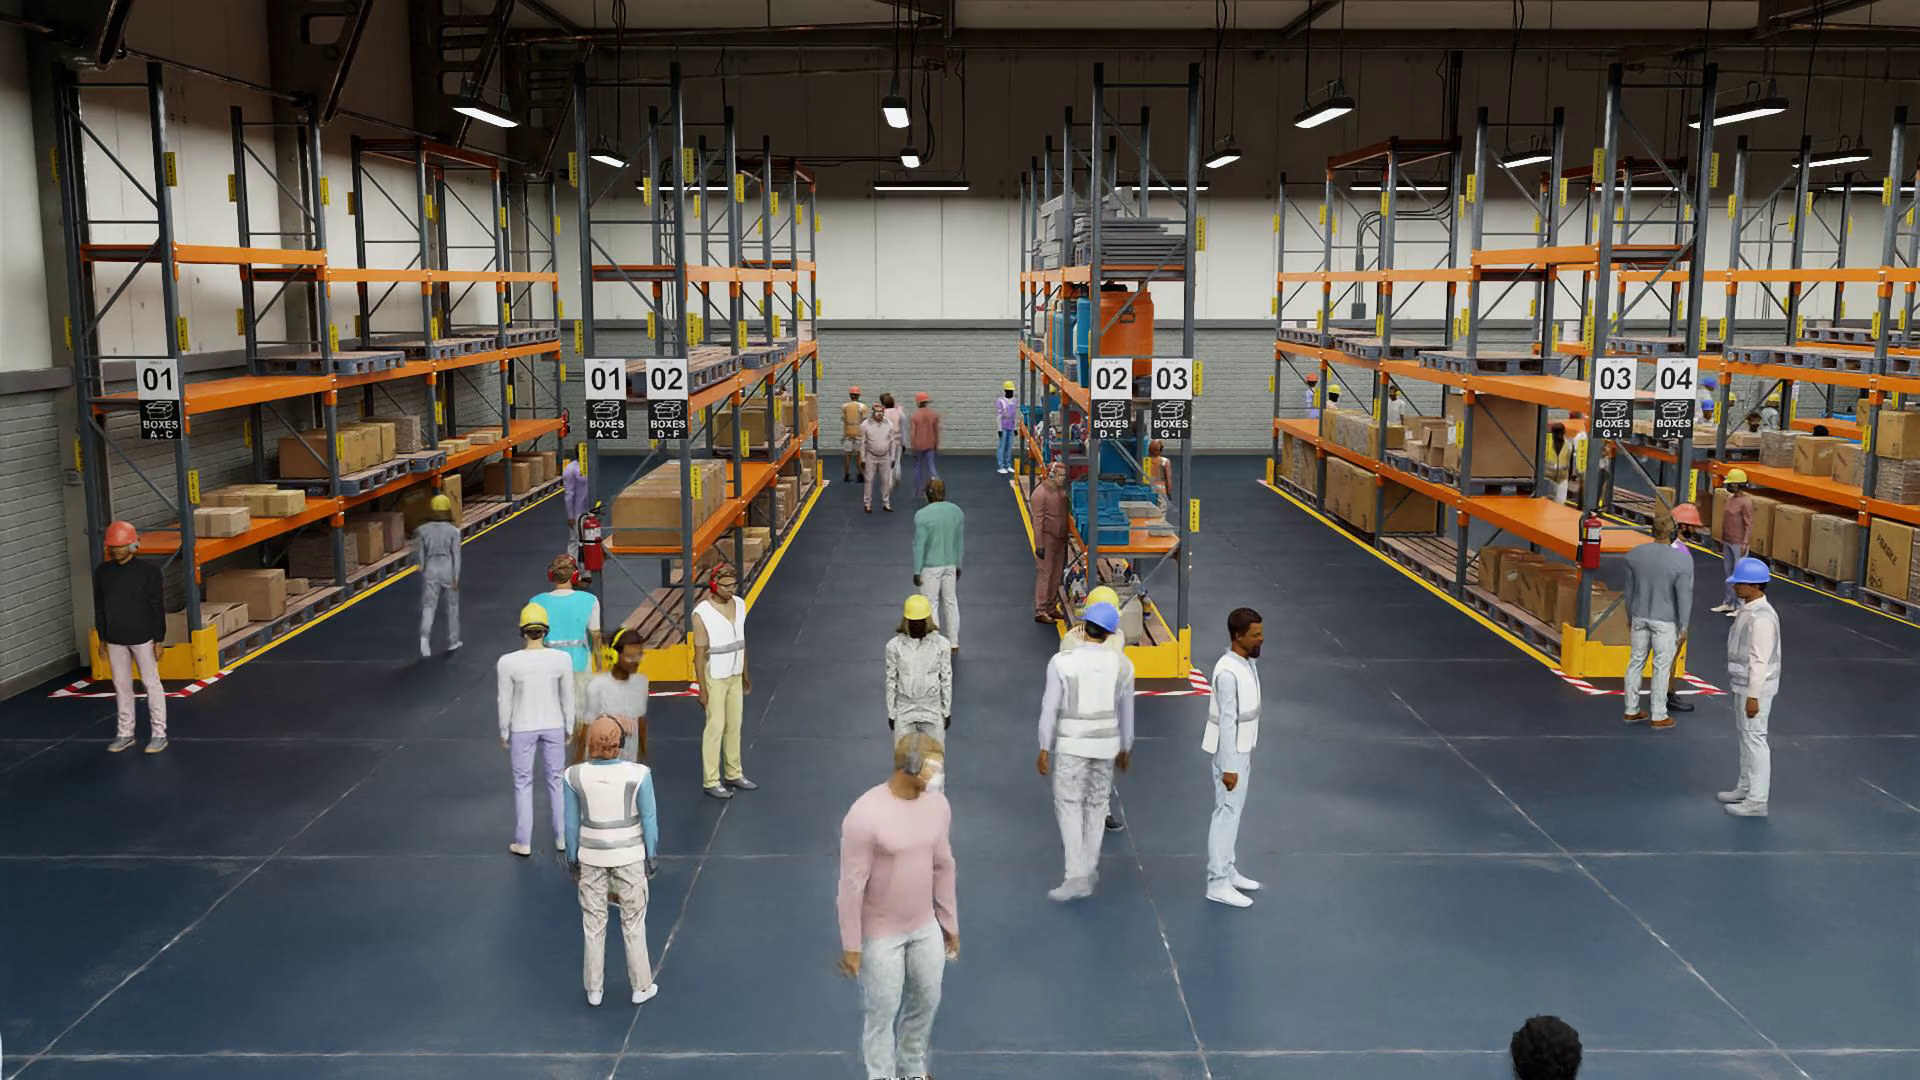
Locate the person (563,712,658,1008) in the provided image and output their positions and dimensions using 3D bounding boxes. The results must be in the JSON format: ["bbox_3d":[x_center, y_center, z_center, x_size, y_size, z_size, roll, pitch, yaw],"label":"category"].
[{"bbox_3d":[-1.910,1.757,9.124,0.514,1.642,0.310,0,9,0],"label":"person"}]

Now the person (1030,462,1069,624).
[{"bbox_3d":[1.082,0.026,19.466,0.401,1.893,0.656,6,11,34],"label":"person"}]

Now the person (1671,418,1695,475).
[{"bbox_3d":[13.637,-1.738,31.302,0.586,1.733,0.449,-1,9,-7],"label":"person"}]

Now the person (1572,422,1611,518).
[{"bbox_3d":[10.196,-1.113,26.822,0.539,1.867,1.002,-2,9,-12],"label":"person"}]

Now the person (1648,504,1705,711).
[{"bbox_3d":[6.693,0.628,15.497,0.388,1.931,0.556,1,9,6],"label":"person"}]

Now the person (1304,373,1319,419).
[{"bbox_3d":[7.895,-2.785,37.375,0.345,1.942,0.547,8,12,41],"label":"person"}]

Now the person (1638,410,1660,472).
[{"bbox_3d":[14.458,-2.191,34.599,0.685,1.610,0.510,-1,9,-9],"label":"person"}]

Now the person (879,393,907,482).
[{"bbox_3d":[-1.371,-2.001,32.750,0.669,1.809,0.448,-2,9,-12],"label":"person"}]

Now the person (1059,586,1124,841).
[{"bbox_3d":[0.978,1.228,11.935,0.588,1.826,0.403,-7,12,-40],"label":"person"}]

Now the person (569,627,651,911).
[{"bbox_3d":[-2.224,1.440,10.513,0.556,1.843,0.560,7,11,39],"label":"person"}]

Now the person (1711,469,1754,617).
[{"bbox_3d":[9.212,0.034,19.810,0.326,1.767,0.533,-1,9,-4],"label":"person"}]

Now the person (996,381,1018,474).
[{"bbox_3d":[0.990,-2.345,34.589,0.378,1.928,0.585,8,12,42],"label":"person"}]

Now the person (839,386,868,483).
[{"bbox_3d":[-2.101,-2.091,33.016,0.618,1.918,0.523,1,9,8],"label":"person"}]

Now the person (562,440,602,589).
[{"bbox_3d":[-4.909,-0.344,21.682,0.375,1.939,0.628,4,10,25],"label":"person"}]

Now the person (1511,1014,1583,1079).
[{"bbox_3d":[1.832,2.337,5.377,0.536,1.648,0.889,2,9,11],"label":"person"}]

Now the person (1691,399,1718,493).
[{"bbox_3d":[12.945,-1.472,28.913,0.607,1.948,0.389,3,9,17],"label":"person"}]

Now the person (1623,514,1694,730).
[{"bbox_3d":[6.220,0.725,14.859,0.376,1.932,0.623,-7,11,-38],"label":"person"}]

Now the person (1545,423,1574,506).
[{"bbox_3d":[9.292,-0.948,26.060,0.621,1.799,0.976,1,9,6],"label":"person"}]

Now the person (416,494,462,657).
[{"bbox_3d":[-5.568,0.376,17.755,0.486,1.720,0.754,0,9,-3],"label":"person"}]

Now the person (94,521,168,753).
[{"bbox_3d":[-7.011,0.816,14.053,0.612,1.993,0.388,1,9,6],"label":"person"}]

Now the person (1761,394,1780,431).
[{"bbox_3d":[16.369,-2.093,33.606,0.318,1.733,0.491,-1,9,-5],"label":"person"}]

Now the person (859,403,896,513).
[{"bbox_3d":[-1.415,-1.415,28.725,0.641,1.899,0.394,-3,9,-16],"label":"person"}]

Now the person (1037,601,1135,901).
[{"bbox_3d":[0.847,1.371,10.805,0.676,1.898,0.658,-2,9,-15],"label":"person"}]

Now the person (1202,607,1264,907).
[{"bbox_3d":[1.755,1.371,10.721,0.370,1.916,0.597,3,9,18],"label":"person"}]

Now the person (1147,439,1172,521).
[{"bbox_3d":[2.925,-0.683,24.813,0.514,1.645,0.308,6,11,34],"label":"person"}]

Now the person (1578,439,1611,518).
[{"bbox_3d":[8.894,-0.543,23.385,0.400,1.816,0.813,6,11,36],"label":"person"}]

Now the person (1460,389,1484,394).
[{"bbox_3d":[11.498,-2.800,37.487,0.551,1.937,0.357,0,9,-3],"label":"person"}]

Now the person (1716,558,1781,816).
[{"bbox_3d":[5.912,1.092,12.468,0.421,1.940,0.604,2,9,15],"label":"person"}]

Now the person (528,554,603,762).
[{"bbox_3d":[-3.095,1.035,13.104,0.564,1.848,0.388,-1,9,-5],"label":"person"}]

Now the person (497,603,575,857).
[{"bbox_3d":[-2.947,1.314,11.605,0.528,1.762,0.352,-4,10,-24],"label":"person"}]

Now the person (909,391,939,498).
[{"bbox_3d":[-0.628,-1.733,30.479,0.611,1.978,0.728,-3,9,-21],"label":"person"}]

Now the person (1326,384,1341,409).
[{"bbox_3d":[7.467,-2.171,33.467,0.361,1.929,0.587,1,9,5],"label":"person"}]

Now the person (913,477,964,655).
[{"bbox_3d":[-0.233,0.292,17.627,0.636,1.932,0.370,-7,11,-37],"label":"person"}]

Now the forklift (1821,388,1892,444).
[{"bbox_3d":[20.072,-3.110,36.462,1.873,2.768,1.129,0,9,0],"label":"forklift"}]

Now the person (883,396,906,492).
[{"bbox_3d":[-1.392,-1.843,31.760,0.638,1.798,0.940,-3,9,-18],"label":"person"}]

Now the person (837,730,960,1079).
[{"bbox_3d":[-0.303,1.832,7.810,0.704,1.907,0.397,-8,12,-41],"label":"person"}]

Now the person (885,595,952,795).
[{"bbox_3d":[-0.301,1.247,12.105,0.485,1.736,0.321,0,9,-2],"label":"person"}]

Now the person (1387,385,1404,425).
[{"bbox_3d":[8.956,-2.276,34.388,0.341,1.860,0.503,-7,11,-37],"label":"person"}]

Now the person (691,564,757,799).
[{"bbox_3d":[-1.856,1.081,12.872,0.393,1.832,0.574,5,10,30],"label":"person"}]
